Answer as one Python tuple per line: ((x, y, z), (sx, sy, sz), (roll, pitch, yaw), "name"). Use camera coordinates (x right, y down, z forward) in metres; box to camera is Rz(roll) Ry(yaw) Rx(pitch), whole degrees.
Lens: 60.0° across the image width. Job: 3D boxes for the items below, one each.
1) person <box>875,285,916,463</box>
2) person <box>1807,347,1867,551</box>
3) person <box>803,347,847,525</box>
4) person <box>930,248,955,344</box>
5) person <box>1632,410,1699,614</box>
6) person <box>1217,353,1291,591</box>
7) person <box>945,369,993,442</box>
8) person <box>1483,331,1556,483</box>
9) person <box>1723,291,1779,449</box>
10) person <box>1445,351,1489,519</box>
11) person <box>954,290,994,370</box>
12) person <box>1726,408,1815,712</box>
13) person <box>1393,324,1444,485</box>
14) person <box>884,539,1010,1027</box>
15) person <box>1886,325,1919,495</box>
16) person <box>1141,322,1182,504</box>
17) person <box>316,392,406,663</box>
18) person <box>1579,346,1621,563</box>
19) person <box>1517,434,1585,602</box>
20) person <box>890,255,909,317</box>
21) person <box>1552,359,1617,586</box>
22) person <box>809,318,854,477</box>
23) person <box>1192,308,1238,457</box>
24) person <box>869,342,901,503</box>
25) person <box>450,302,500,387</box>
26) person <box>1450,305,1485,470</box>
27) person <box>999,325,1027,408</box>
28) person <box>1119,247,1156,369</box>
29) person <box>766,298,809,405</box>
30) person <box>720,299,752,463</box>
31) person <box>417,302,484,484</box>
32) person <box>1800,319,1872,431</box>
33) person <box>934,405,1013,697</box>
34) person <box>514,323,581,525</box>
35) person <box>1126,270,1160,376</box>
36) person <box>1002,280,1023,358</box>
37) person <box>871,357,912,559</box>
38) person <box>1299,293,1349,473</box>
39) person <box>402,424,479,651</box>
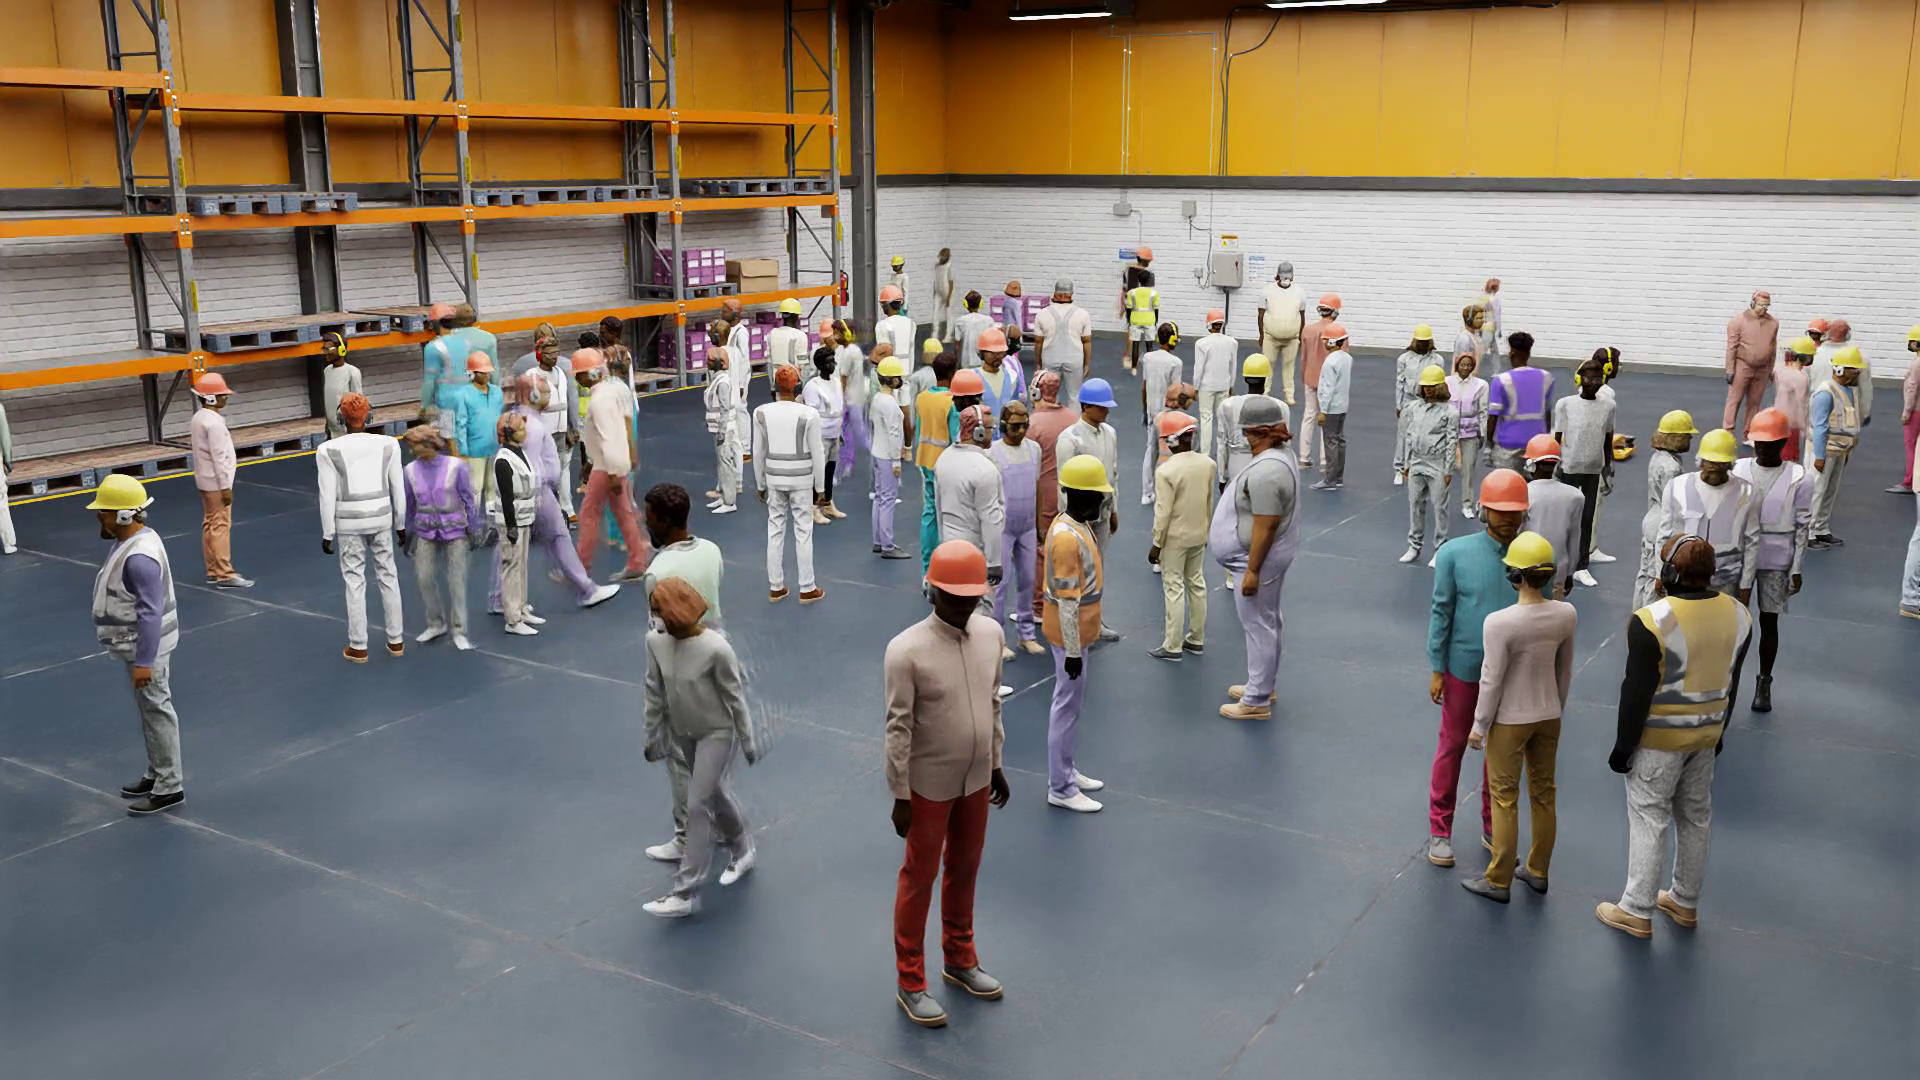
((-0.770, -1.857, 18.854), (0.389, 2.041, 0.614), (10, 16, 37), "person")
((7.775, -0.813, 14.820), (0.591, 1.824, 0.405), (-11, 17, -39), "person")
((-1.285, -1.002, 15.910), (0.319, 1.696, 0.532), (7, 15, 28), "person")
((-0.338, -4.539, 31.017), (0.545, 1.799, 0.775), (9, 16, 34), "person")
((4.943, -0.044, 11.652), (0.296, 1.744, 0.487), (2, 13, 8), "person")
((2.351, -0.531, 13.351), (0.588, 1.930, 0.364), (5, 14, 21), "person")
((0.073, -0.303, 12.350), (0.360, 1.937, 0.542), (-1, 13, -5), "person")
((4.979, -0.881, 14.855), (0.677, 1.945, 0.429), (-2, 13, -9), "person")
((9.499, -2.036, 19.949), (0.643, 1.902, 0.400), (-2, 13, -8), "person")
((4.838, -1.017, 16.123), (0.516, 1.633, 0.317), (4, 14, 17), "person")
((0.174, -2.142, 20.504), (0.517, 1.860, 0.322), (-1, 13, -3), "person")
((5.024, 0.127, 10.482), (0.552, 1.935, 0.373), (9, 16, 33), "person")
((4.876, -1.432, 17.698), (0.483, 1.734, 0.342), (3, 13, 12), "person")
((-0.034, 0.963, 6.734), (0.617, 1.990, 0.393), (-12, 17, -41), "person")
((9.921, -1.357, 17.310), (0.340, 1.760, 0.526), (11, 17, 40), "person")
((2.030, -1.244, 16.625), (0.347, 1.853, 0.531), (-11, 17, -40), "person")
((-4.130, -0.087, 11.527), (0.586, 1.882, 0.343), (-9, 16, -34), "person")
((5.511, -0.742, 14.398), (0.313, 1.869, 0.538), (-2, 13, -10), "person")
((3.658, 0.193, 10.600), (0.573, 1.749, 0.342), (-3, 13, -13), "person")
((-1.089, -4.162, 29.483), (0.340, 1.761, 0.524), (-9, 15, -33), "person")
((5.061, -0.547, 13.542), (0.533, 1.874, 0.310), (0, 13, -1), "person")
((-1.394, -1.567, 18.261), (0.578, 1.738, 0.354), (3, 13, 14), "person")
((2.923, -1.794, 19.214), (0.572, 1.750, 0.330), (-6, 14, -24), "person")
((-0.778, -1.189, 16.853), (0.267, 1.632, 0.509), (-4, 14, -17), "person")
((-5.273, -1.586, 17.910), (0.630, 1.940, 0.373), (-4, 14, -17), "person")
((5.676, -1.716, 18.678), (0.345, 1.845, 0.505), (5, 14, 19), "person")
((0.458, -1.224, 16.582), (0.429, 1.837, 0.630), (5, 14, 19), "person")
((3.032, -3.848, 27.576), (0.986, 1.995, 0.618), (-12, 18, -42), "person")
((-1.902, -1.741, 18.631), (0.585, 1.918, 0.393), (10, 16, 37), "person")
((-2.579, -1.814, 19.023), (0.355, 1.883, 0.575), (-7, 15, -26), "person")
((-5.228, -1.408, 16.974), (0.484, 2.018, 0.598), (5, 14, 21), "person")
((8.841, -1.307, 16.887), (0.646, 1.861, 1.007), (12, 18, 42), "person")
((0.102, 0.068, 10.807), (0.404, 1.906, 0.652), (-8, 15, -30), "person")
((-3.875, -1.083, 15.726), (0.635, 1.939, 0.366), (4, 13, 15), "person")
((2.919, -3.461, 26.567), (0.540, 1.697, 0.317), (2, 13, 8), "person")
((0.799, -3.103, 25.156), (0.284, 1.634, 0.498), (-6, 14, -24), "person")
((-0.610, -0.719, 14.527), (0.312, 1.768, 0.530), (-4, 14, -17), "person")
((4.070, -1.754, 18.534), (0.403, 1.987, 0.617), (-13, 18, -43), "person")
((-3.679, -0.023, 11.842), (0.563, 1.619, 0.361), (1, 13, 4), "person")
